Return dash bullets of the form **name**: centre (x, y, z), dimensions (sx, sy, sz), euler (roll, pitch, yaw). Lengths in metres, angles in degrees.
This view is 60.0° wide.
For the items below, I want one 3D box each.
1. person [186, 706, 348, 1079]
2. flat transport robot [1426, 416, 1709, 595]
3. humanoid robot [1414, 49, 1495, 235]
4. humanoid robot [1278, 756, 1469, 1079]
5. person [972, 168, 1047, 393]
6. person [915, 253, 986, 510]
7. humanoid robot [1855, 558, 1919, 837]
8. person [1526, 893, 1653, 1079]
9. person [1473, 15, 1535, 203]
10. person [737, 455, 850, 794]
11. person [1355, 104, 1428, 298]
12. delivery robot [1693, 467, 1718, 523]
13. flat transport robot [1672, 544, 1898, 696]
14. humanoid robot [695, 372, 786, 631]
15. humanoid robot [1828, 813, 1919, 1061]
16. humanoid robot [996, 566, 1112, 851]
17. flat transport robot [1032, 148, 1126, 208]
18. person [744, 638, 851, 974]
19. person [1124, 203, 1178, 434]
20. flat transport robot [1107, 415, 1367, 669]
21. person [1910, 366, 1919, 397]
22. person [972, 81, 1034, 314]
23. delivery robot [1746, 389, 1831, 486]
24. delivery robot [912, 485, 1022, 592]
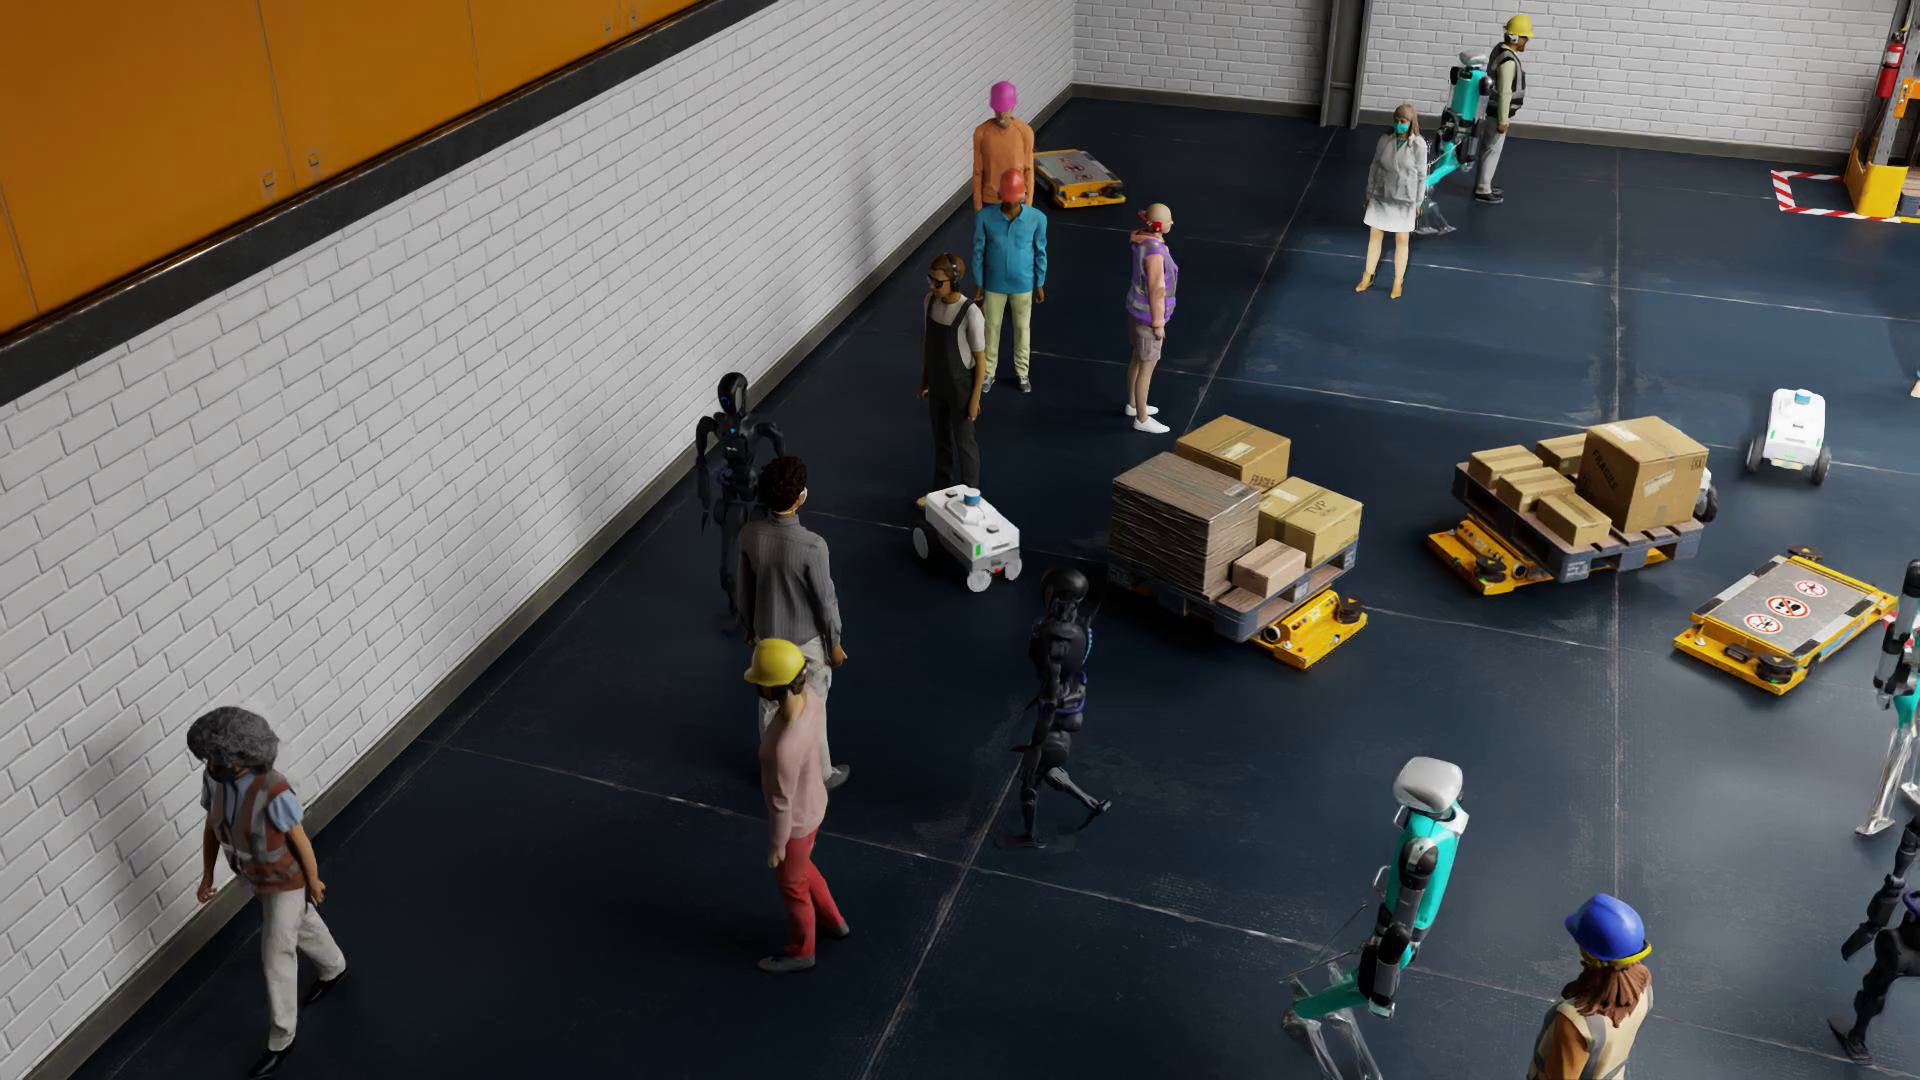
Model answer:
- **person**: centre (-2.907, 1.422, 6.834), dimensions (0.430, 1.658, 0.782), euler (16, 34, 25)
- **flat transport robot**: centre (3.786, 0.006, 10.615), dimensions (1.431, 0.231, 0.659), euler (-10, 32, -16)
- **humanoid robot**: centre (4.429, -3.566, 15.262), dimensions (0.911, 1.767, 0.539), euler (-12, 32, -19)
- **humanoid robot**: centre (1.535, 1.579, 6.511), dimensions (0.659, 1.818, 0.541), euler (15, 33, 23)
- **person**: centre (0.367, -1.938, 12.460), dimensions (0.560, 1.747, 0.332), euler (1, 30, 2)
- **person**: centre (-0.059, -0.979, 10.737), dimensions (0.325, 1.843, 0.514), euler (-27, 40, -37)
- **humanoid robot**: centre (4.743, 0.615, 8.101), dimensions (0.532, 1.747, 0.798), euler (15, 33, 23)
- **person**: centre (2.126, 1.948, 5.822), dimensions (0.480, 1.776, 0.313), euler (-20, 36, -31)
- **person**: centre (5.291, -4.212, 16.267), dimensions (0.403, 1.818, 0.599), euler (5, 31, 8)
- **person**: centre (-0.845, 0.464, 8.231), dimensions (0.547, 1.896, 0.374), euler (11, 32, 18)
- **person**: centre (3.683, -2.871, 14.134), dimensions (0.496, 1.659, 0.337), euler (17, 34, 26)
- **delivery robot**: centre (4.705, -0.441, 11.111), dimensions (0.499, 0.613, 0.796), euler (-2, 31, -3)
- **flat transport robot**: centre (4.909, 0.455, 9.852), dimensions (1.431, 0.231, 0.659), euler (-23, 37, -34)
- **humanoid robot**: centre (-1.221, -0.211, 9.597), dimensions (0.608, 1.654, 0.308), euler (5, 31, 9)
- **humanoid robot**: centre (3.880, 1.596, 6.564), dimensions (0.610, 1.626, 0.731), euler (0, 30, -1)
- **humanoid robot**: centre (0.458, 0.830, 7.846), dimensions (0.571, 1.640, 0.585), euler (4, 31, 6)
- **flat transport robot**: centre (1.118, -3.697, 16.915), dimensions (0.659, 0.231, 1.431), euler (-9, 32, -15)
- **person**: centre (-0.724, 1.171, 7.169), dimensions (0.372, 1.760, 0.527), euler (3, 31, 5)
- **person**: centre (1.357, -1.596, 11.934), dimensions (0.348, 1.693, 0.491), euler (-4, 31, -6)
- **flat transport robot**: centre (1.680, 0.310, 10.098), dimensions (1.431, 0.231, 0.659), euler (26, 39, 37)
- **person**: centre (7.472, -1.885, 12.258), dimensions (0.515, 1.866, 0.391), euler (25, 39, 36)
- **person**: centre (0.350, -2.807, 13.728), dimensions (0.512, 1.974, 0.406), euler (2, 31, 4)
- **delivery robot**: centre (5.829, -0.755, 11.633), dimensions (0.499, 0.601, 0.805), euler (13, 33, 21)
- **delivery robot**: centre (0.068, -0.054, 10.427), dimensions (0.509, 0.587, 0.758), euler (-16, 34, -25)
